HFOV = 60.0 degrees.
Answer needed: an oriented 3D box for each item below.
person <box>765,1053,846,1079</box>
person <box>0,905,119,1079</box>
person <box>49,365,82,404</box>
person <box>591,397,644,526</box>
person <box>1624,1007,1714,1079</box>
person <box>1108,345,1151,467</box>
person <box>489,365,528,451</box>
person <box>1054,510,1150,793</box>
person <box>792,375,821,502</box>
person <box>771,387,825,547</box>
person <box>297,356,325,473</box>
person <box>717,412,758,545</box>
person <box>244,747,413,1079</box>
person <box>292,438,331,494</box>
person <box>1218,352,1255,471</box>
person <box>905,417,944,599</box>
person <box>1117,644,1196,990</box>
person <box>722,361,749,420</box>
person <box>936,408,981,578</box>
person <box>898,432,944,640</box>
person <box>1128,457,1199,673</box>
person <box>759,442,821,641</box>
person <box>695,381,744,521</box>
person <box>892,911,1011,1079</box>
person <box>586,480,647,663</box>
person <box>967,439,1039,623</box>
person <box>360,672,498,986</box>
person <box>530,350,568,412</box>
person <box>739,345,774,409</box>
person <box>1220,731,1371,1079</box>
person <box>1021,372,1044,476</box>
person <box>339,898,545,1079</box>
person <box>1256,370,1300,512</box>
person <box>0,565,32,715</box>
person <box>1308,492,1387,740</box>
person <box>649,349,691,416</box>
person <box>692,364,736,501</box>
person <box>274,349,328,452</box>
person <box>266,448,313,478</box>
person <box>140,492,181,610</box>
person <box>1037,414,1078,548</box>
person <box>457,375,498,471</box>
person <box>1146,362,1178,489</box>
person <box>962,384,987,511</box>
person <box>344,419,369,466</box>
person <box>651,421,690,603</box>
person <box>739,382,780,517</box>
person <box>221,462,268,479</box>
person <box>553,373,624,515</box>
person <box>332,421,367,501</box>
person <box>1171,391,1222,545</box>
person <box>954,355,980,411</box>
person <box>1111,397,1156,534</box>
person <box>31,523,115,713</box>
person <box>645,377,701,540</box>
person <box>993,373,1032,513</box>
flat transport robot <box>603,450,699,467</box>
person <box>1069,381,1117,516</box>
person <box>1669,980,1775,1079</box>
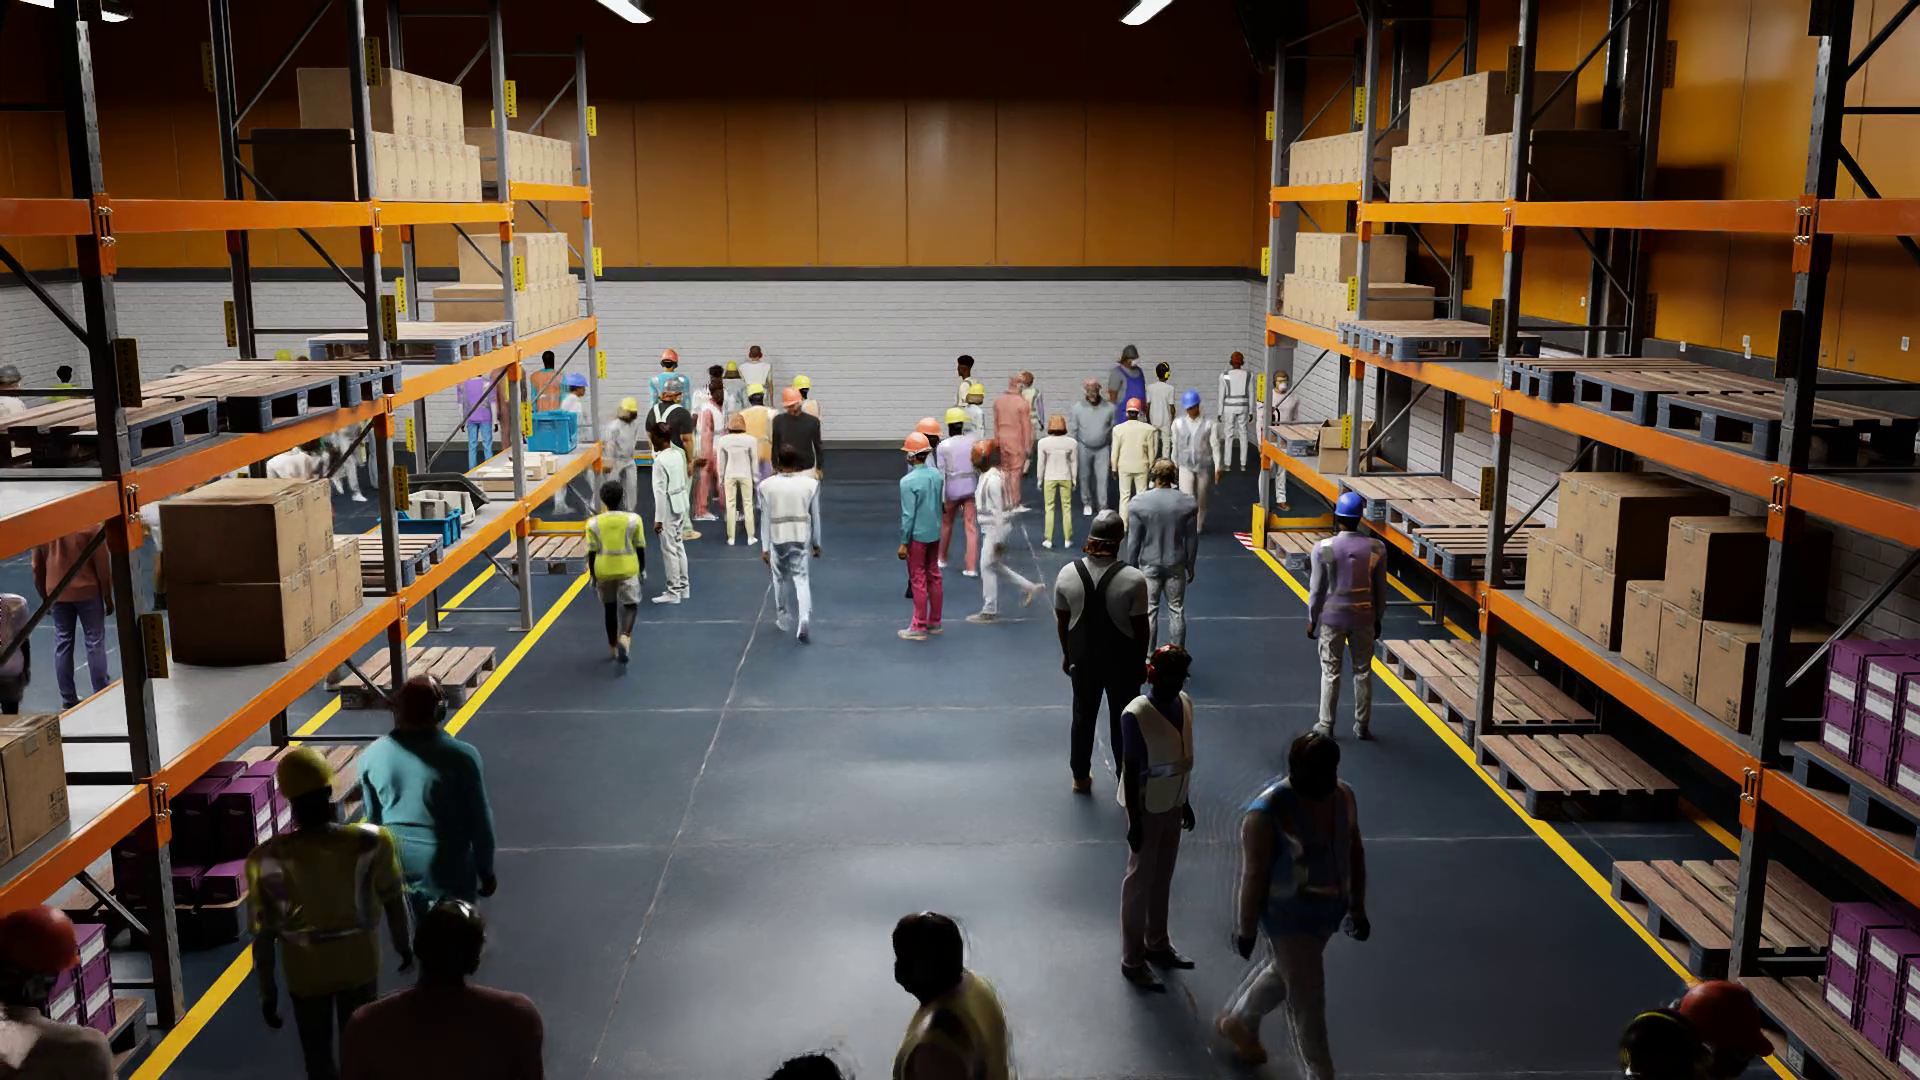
[{"bbox_3d":[-0.473,2.273,4.487,0.766,1.931,0.697,-10,15,-41],"label":"person"},{"bbox_3d":[-2.953,2.108,5.279,0.687,1.949,0.596,-1,11,-5],"label":"person"},{"bbox_3d":[-13.857,-1.871,25.876,0.532,1.698,0.319,0,11,-1],"label":"person"},{"bbox_3d":[-4.469,-1.033,21.675,0.732,1.703,0.502,8,14,35],"label":"person"},{"bbox_3d":[2.133,2.244,4.924,0.585,1.829,0.578,2,11,11],"label":"person"},{"bbox_3d":[2.648,-2.125,26.290,1.011,2.000,0.681,11,16,43],"label":"person"},{"bbox_3d":[-7.224,-2.119,26.705,0.666,1.862,0.684,-7,13,-32],"label":"person"},{"bbox_3d":[1.031,0.786,11.691,0.675,2.000,0.536,5,12,24],"label":"person"},{"bbox_3d":[-2.069,-1.220,22.033,0.369,1.928,0.586,6,13,29],"label":"person"},{"bbox_3d":[-1.978,-0.895,20.302,0.679,1.964,0.497,0,11,2],"label":"person"},{"bbox_3d":[-10.134,-1.935,25.828,0.345,1.847,0.504,8,14,36],"label":"person"},{"bbox_3d":[-2.723,-0.747,20.401,0.501,1.633,0.286,0,11,-1],"label":"person"},{"bbox_3d":[-2.642,1.785,7.030,0.635,1.902,0.620,-4,12,-17],"label":"person"},{"bbox_3d":[-7.374,-0.484,18.840,0.512,1.719,0.439,-3,12,-15],"label":"person"},{"bbox_3d":[4.338,-2.019,26.154,0.572,1.883,0.356,0,11,-1],"label":"person"},{"bbox_3d":[-0.367,-0.341,17.644,0.389,1.922,0.562,2,11,11],"label":"person"},{"bbox_3d":[1.047,1.445,8.897,0.388,1.837,0.563,9,14,38],"label":"person"},{"bbox_3d":[-3.604,-1.981,26.394,0.505,1.700,0.855,-1,11,-6],"label":"person"},{"bbox_3d":[-0.042,-0.547,18.775,0.602,1.879,0.962,-5,12,-23],"label":"person"},{"bbox_3d":[-0.389,-0.038,15.934,0.388,1.996,0.612,8,14,35],"label":"person"},{"bbox_3d":[1.789,0.228,14.746,0.628,1.940,0.373,0,11,-1],"label":"person"},{"bbox_3d":[-1.622,0.008,15.995,0.599,1.888,0.864,-3,12,-16],"label":"person"},{"bbox_3d":[-3.130,-1.166,21.877,0.844,1.872,0.629,0,11,-1],"label":"person"},{"bbox_3d":[-0.071,2.128,5.634,0.902,1.795,0.635,3,12,17],"label":"person"},{"bbox_3d":[-3.113,0.298,15.023,0.532,1.681,0.600,0,11,-2],"label":"person"},{"bbox_3d":[0.422,-0.092,16.536,0.646,1.859,0.614,-1,11,-7],"label":"person"},{"bbox_3d":[-2.601,1.581,8.107,0.640,1.874,0.837,3,12,16],"label":"person"},{"bbox_3d":[-6.379,-1.988,25.909,0.587,1.920,0.392,1,11,7],"label":"person"},{"bbox_3d":[-3.401,-2.335,27.838,0.563,1.843,0.390,0,11,-1],"label":"person"},{"bbox_3d":[1.544,1.714,7.700,0.644,1.802,0.954,-8,14,-36],"label":"person"},{"bbox_3d":[1.033,-1.809,25.812,0.532,1.601,0.850,2,11,10],"label":"person"},{"bbox_3d":[-1.694,2.087,5.525,0.652,1.918,0.579,-3,12,-14],"label":"person"},{"bbox_3d":[4.331,-1.346,22.667,0.628,1.930,0.373,-3,12,-16],"label":"person"},{"bbox_3d":[-6.936,0.924,11.928,0.533,1.672,0.775,-7,13,-32],"label":"person"},{"bbox_3d":[2.987,0.598,12.863,0.602,1.949,0.387,0,11,-1],"label":"person"},{"bbox_3d":[-4.285,-1.809,24.699,0.604,2.044,0.375,0,11,-1],"label":"person"},{"bbox_3d":[-3.466,-1.487,23.352,0.659,1.938,0.658,-1,11,-3],"label":"person"},{"bbox_3d":[-10.696,-2.149,26.820,0.887,1.876,0.610,4,12,20],"label":"person"},{"bbox_3d":[-7.028,-0.278,17.559,0.414,1.831,0.582,6,13,26],"label":"person"},{"bbox_3d":[-8.186,-0.237,17.142,0.627,1.918,0.521,8,14,36],"label":"person"},{"bbox_3d":[1.185,-0.713,20.233,0.498,1.632,0.286,0,11,-1],"label":"person"},{"bbox_3d":[-7.230,-1.809,24.990,0.585,1.928,0.368,0,11,-1],"label":"person"},{"bbox_3d":[2.968,-1.680,24.481,0.521,1.874,0.328,8,14,36],"label":"person"},{"bbox_3d":[0.210,-1.270,22.756,0.313,1.740,0.486,-6,13,-28],"label":"person"},{"bbox_3d":[-9.753,-2.055,26.667,0.561,1.749,0.331,0,11,-1],"label":"person"},{"bbox_3d":[-3.034,-0.289,17.429,0.391,1.911,0.585,1,11,7],"label":"person"},{"bbox_3d":[-2.560,-1.078,21.420,0.645,1.880,0.577,2,12,12],"label":"person"},{"bbox_3d":[-7.685,-0.333,18.022,0.560,1.752,0.326,0,11,-1],"label":"person"},{"bbox_3d":[-5.094,-1.298,22.499,0.979,1.892,0.637,-6,13,-29],"label":"person"},{"bbox_3d":[-8.680,-1.410,23.510,0.642,1.717,0.510,5,12,24],"label":"person"},{"bbox_3d":[2.936,-0.923,20.681,0.633,1.884,1.061,3,12,14],"label":"person"},{"bbox_3d":[0.099,-1.765,24.670,0.368,1.966,0.603,3,12,14],"label":"person"},{"bbox_3d":[2.180,-0.921,20.966,0.560,1.753,0.329,0,11,2],"label":"person"},{"bbox_3d":[-7.211,0.434,13.577,0.609,1.993,0.384,0,11,-1],"label":"person"},{"bbox_3d":[-3.553,-1.027,20.784,0.683,2.000,0.536,7,13,33],"label":"person"},{"bbox_3d":[0.747,-1.325,22.642,0.400,1.906,0.646,-10,15,-42],"label":"person"},{"bbox_3d":[-4.943,-1.307,26.639,1.431,0.197,0.652,0,11,-2],"label":"flat transport robot"},{"bbox_3d":[1.766,-1.178,22.024,0.649,1.845,1.022,1,11,3],"label":"person"},{"bbox_3d":[2.309,2.210,5.287,0.399,1.738,0.590,10,15,42],"label":"person"}]
